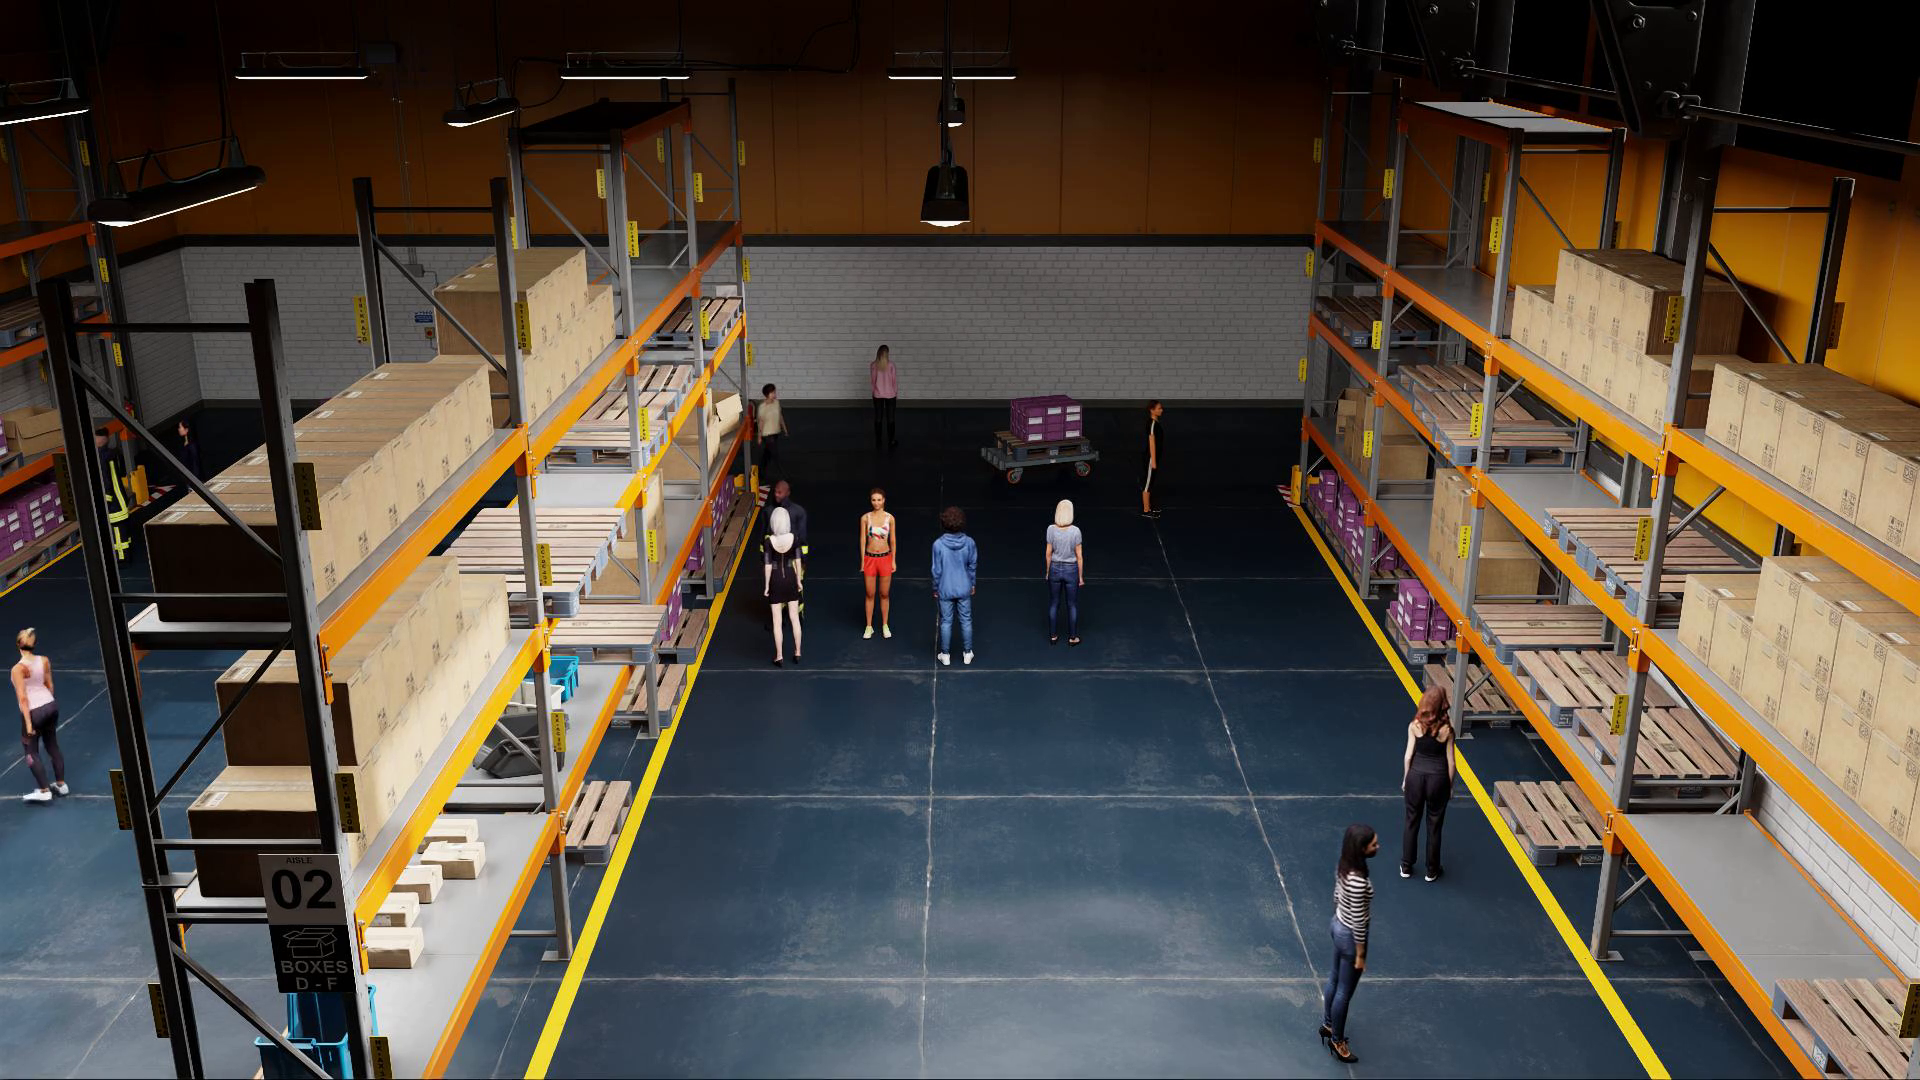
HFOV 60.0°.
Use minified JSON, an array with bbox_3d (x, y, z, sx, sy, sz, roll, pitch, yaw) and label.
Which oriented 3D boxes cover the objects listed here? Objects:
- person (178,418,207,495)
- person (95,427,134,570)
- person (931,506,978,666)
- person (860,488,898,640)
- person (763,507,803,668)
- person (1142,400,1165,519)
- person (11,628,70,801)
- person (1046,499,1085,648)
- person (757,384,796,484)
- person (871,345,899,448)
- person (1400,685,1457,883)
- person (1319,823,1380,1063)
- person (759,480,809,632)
[{"bbox_3d":[-10.298,-0.811,22.407,0.743,1.734,0.634,-11,22,-30],"label":"person"},{"bbox_3d":[-10.952,-0.550,21.434,0.878,1.860,0.722,-5,19,-14],"label":"person"},{"bbox_3d":[-0.062,0.503,18.385,0.691,1.811,0.596,-2,19,-5],"label":"person"},{"bbox_3d":[-0.944,0.253,19.157,0.575,1.791,0.558,-1,19,-4],"label":"person"},{"bbox_3d":[-1.954,0.509,18.338,0.659,1.829,0.638,-8,20,-22],"label":"person"},{"bbox_3d":[2.720,-1.174,23.588,0.683,1.669,0.525,4,19,11],"label":"person"},{"bbox_3d":[-8.478,1.618,15.357,0.812,1.630,0.668,2,19,7],"label":"person"},{"bbox_3d":[1.179,0.369,18.924,0.650,1.721,0.613,6,20,17],"label":"person"},{"bbox_3d":[-2.903,-1.581,24.986,1.035,1.547,1.051,10,21,28],"label":"person"},{"bbox_3d":[-1.232,-2.350,27.049,0.645,1.688,0.611,4,19,12],"label":"person"},{"bbox_3d":[3.919,2.031,13.947,0.648,1.748,0.645,8,20,21],"label":"person"},{"bbox_3d":[2.717,2.791,11.617,0.654,1.795,0.439,0,19,-1],"label":"person"},{"bbox_3d":[-2.044,0.165,19.374,0.806,1.821,0.751,4,19,12],"label":"person"}]
